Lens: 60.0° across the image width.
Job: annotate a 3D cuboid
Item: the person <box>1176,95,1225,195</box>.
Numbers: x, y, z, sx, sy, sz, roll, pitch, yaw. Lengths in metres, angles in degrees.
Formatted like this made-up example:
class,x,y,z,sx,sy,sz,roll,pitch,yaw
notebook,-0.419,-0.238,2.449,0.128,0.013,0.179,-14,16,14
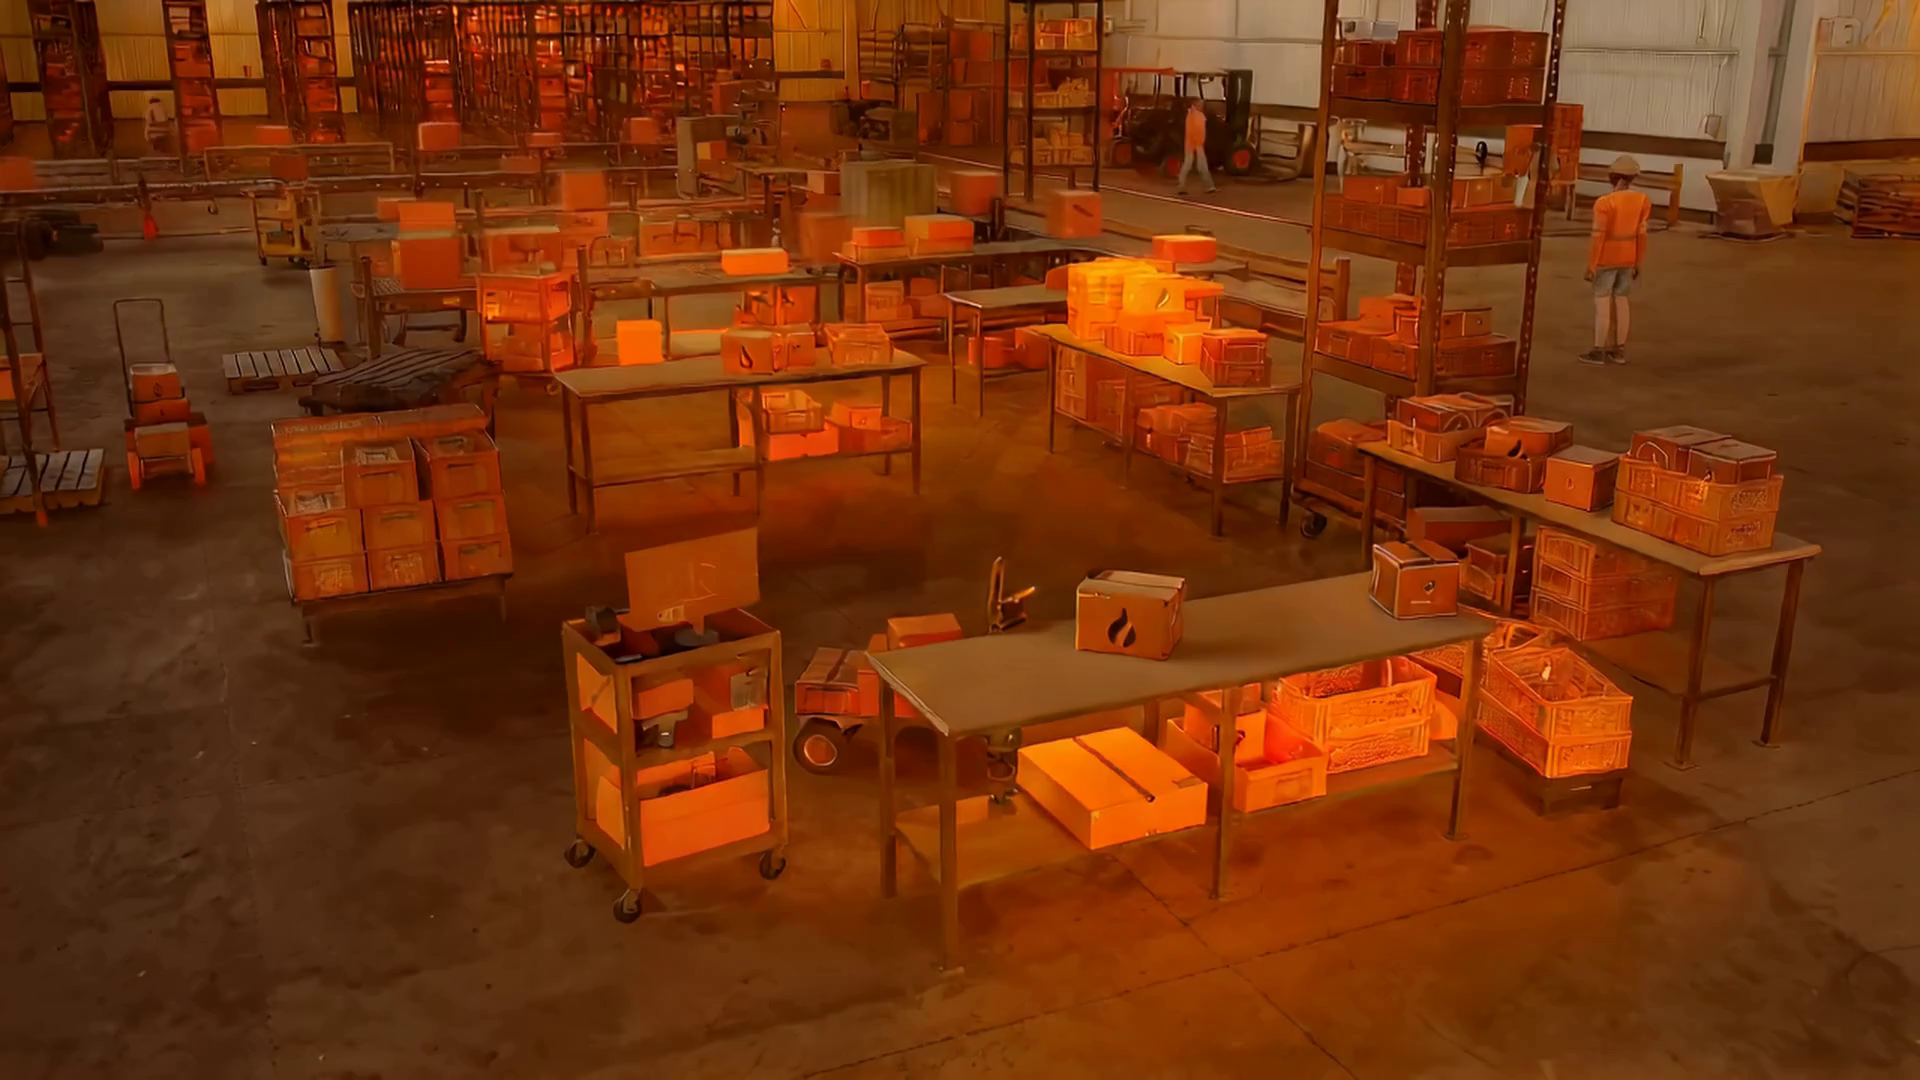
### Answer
class,x,y,z,sx,sy,sz,roll,pitch,yaw
person,4.556,-7.447,31.431,0.961,1.863,0.676,8,19,24

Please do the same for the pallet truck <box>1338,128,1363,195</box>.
class,x,y,z,sx,sy,sz,roll,pitch,yaw
pallet truck,7.845,-7.140,31.411,1.522,1.261,0.704,-9,20,-25

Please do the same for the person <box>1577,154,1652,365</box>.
class,x,y,z,sx,sy,sz,roll,pitch,yaw
person,6.425,-2.747,16.340,0.611,2.048,0.361,-5,18,-14

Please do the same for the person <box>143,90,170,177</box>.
class,x,y,z,sx,sy,sz,roll,pitch,yaw
person,-16.887,-8.558,35.070,0.604,1.799,0.626,10,20,28

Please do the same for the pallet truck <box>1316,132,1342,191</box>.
class,x,y,z,sx,sy,sz,roll,pitch,yaw
pallet truck,7.723,-7.504,32.656,1.601,1.201,0.680,-8,19,-23

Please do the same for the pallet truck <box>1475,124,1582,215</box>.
class,x,y,z,sx,sy,sz,roll,pitch,yaw
pallet truck,9.707,-6.455,28.103,1.885,1.965,0.823,-7,19,-20

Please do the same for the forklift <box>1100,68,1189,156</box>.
class,x,y,z,sx,sy,sz,roll,pitch,yaw
forklift,4.082,-9.564,37.410,2.680,1.987,1.157,-8,19,-23

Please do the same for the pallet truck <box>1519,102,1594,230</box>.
class,x,y,z,sx,sy,sz,roll,pitch,yaw
pallet truck,9.972,-6.037,26.785,1.885,1.965,0.823,-9,20,-25

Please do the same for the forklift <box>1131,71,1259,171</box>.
class,x,y,z,sx,sy,sz,roll,pitch,yaw
forklift,4.998,-8.936,35.413,2.680,1.987,1.157,-9,20,-25

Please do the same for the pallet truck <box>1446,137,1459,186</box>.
class,x,y,z,sx,sy,sz,roll,pitch,yaw
pallet truck,9.184,-6.485,29.328,1.630,1.274,0.653,-8,19,-23
